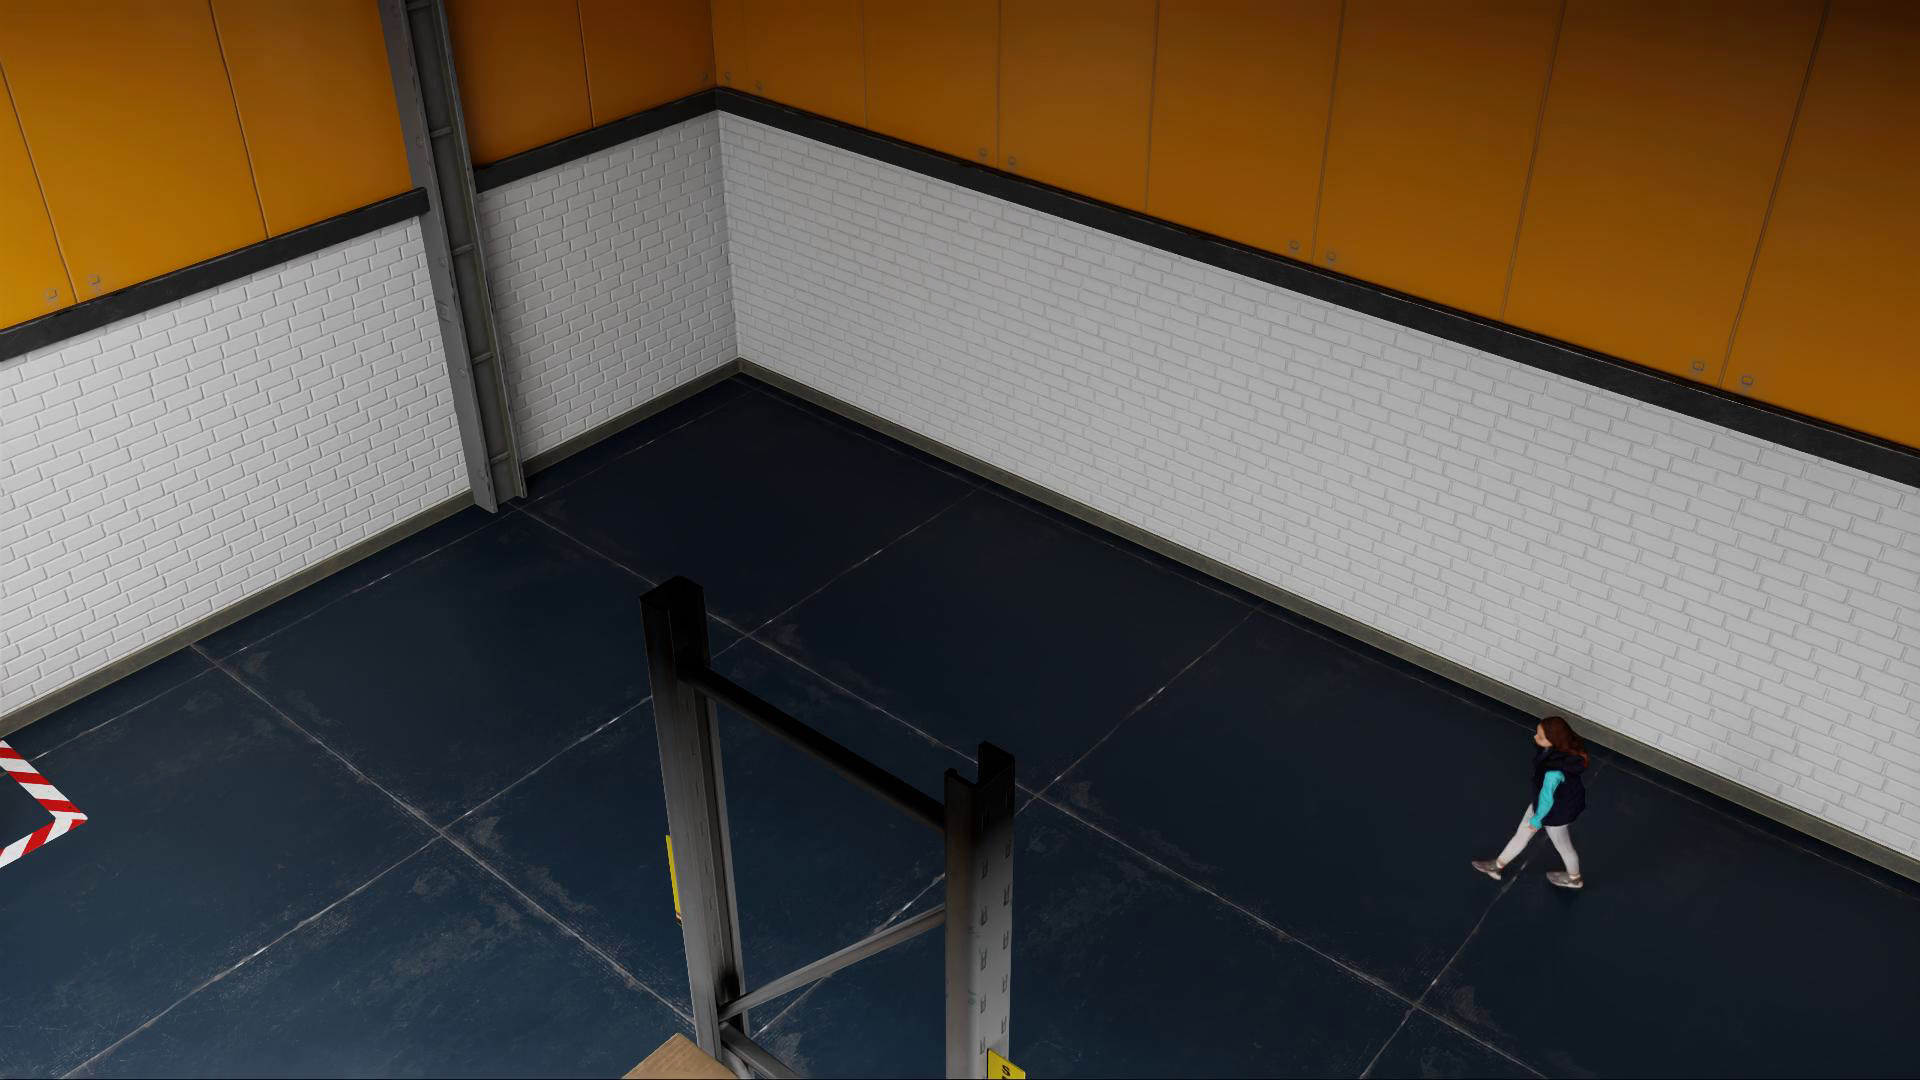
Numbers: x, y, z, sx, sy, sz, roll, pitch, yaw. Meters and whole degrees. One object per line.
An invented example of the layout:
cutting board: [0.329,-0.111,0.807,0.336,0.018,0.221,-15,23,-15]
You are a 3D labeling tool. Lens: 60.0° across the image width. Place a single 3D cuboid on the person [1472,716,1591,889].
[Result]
person: [3.940,1.748,10.861,0.931,1.441,0.994,8,34,12]
